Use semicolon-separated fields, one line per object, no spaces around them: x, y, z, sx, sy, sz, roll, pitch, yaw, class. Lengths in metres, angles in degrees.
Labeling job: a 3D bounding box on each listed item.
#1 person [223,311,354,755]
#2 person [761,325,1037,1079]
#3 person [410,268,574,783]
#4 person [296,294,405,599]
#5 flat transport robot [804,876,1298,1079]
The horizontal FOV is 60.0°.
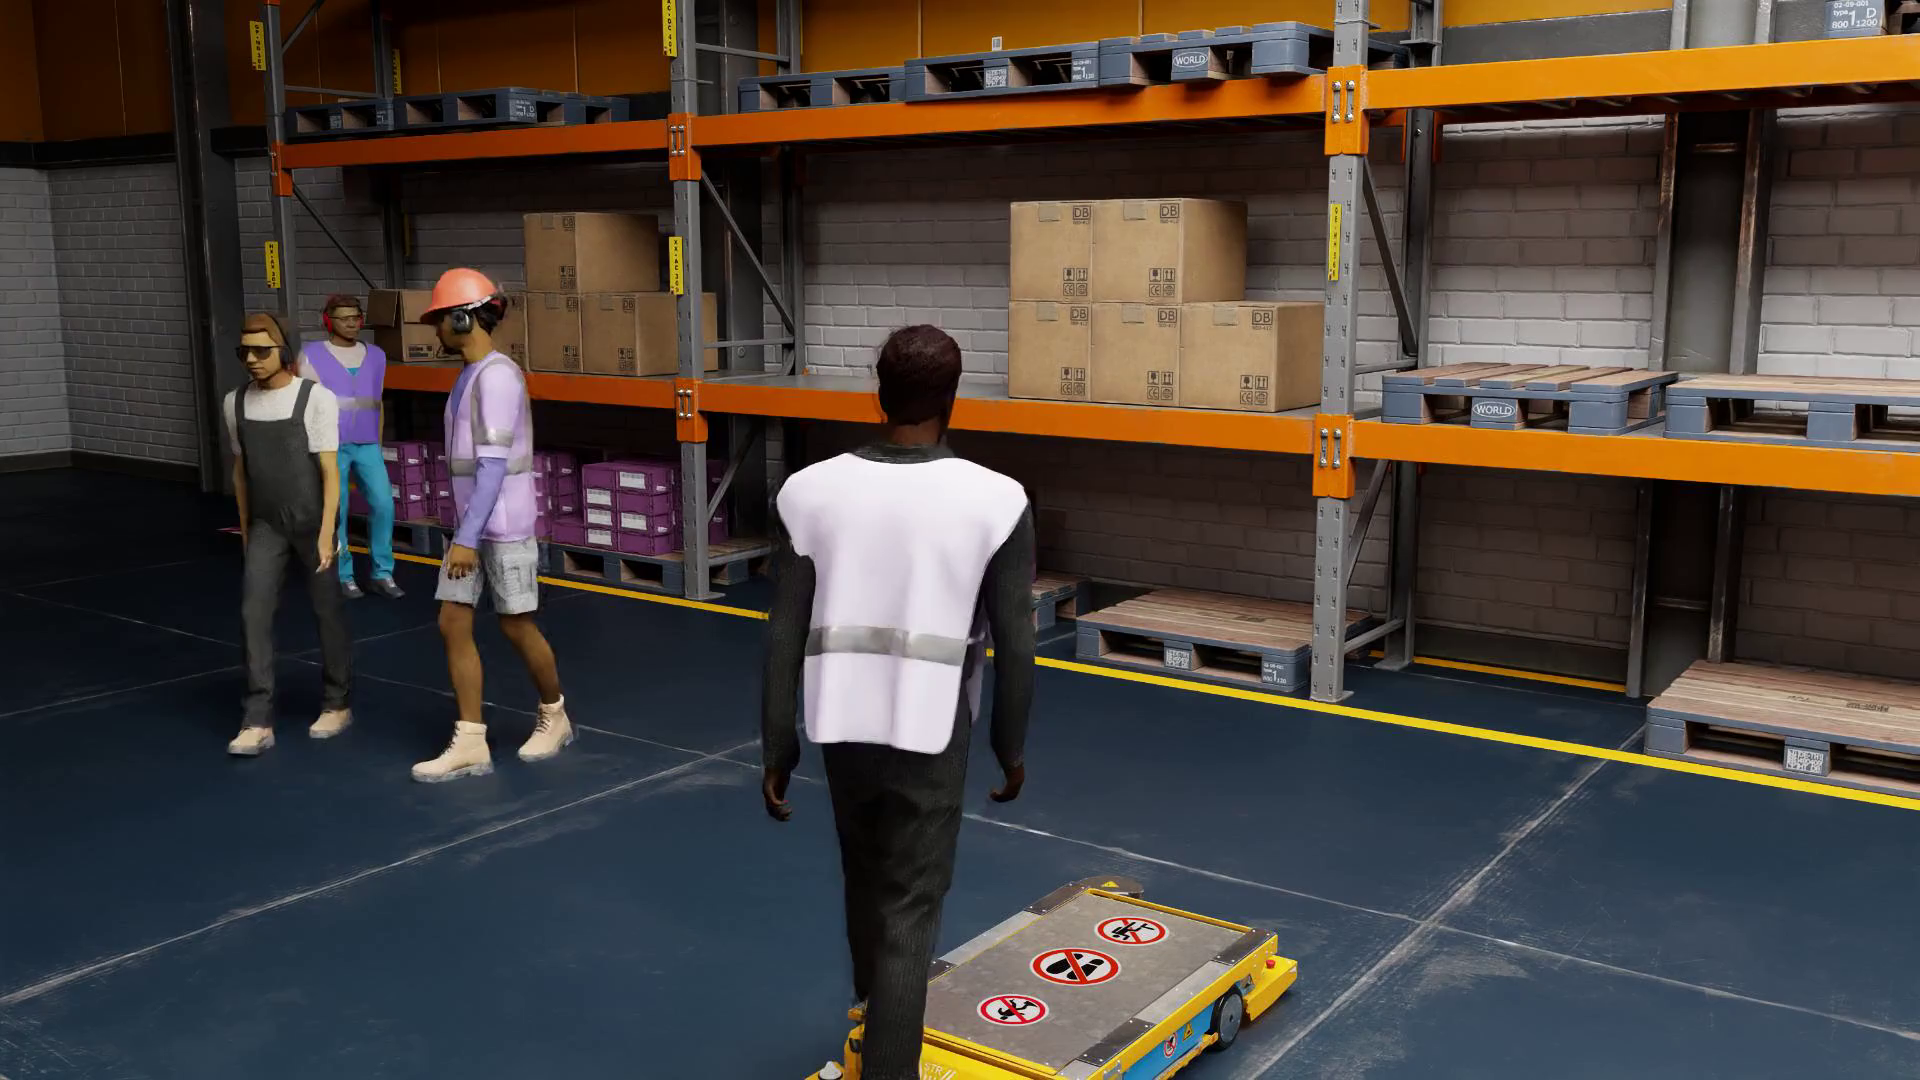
-2.788;-0.019;6.836;0.534;1.812;0.809;1;10;3;person
-0.119;0.445;3.884;0.595;1.866;0.927;3;10;15;person
-1.861;-0.068;6.596;0.763;1.992;0.608;-9;13;-42;person
-3.593;-0.531;9.848;0.577;1.823;0.652;-9;13;-44;person
0.254;1.194;4.191;0.652;0.197;1.431;7;12;35;flat transport robot
